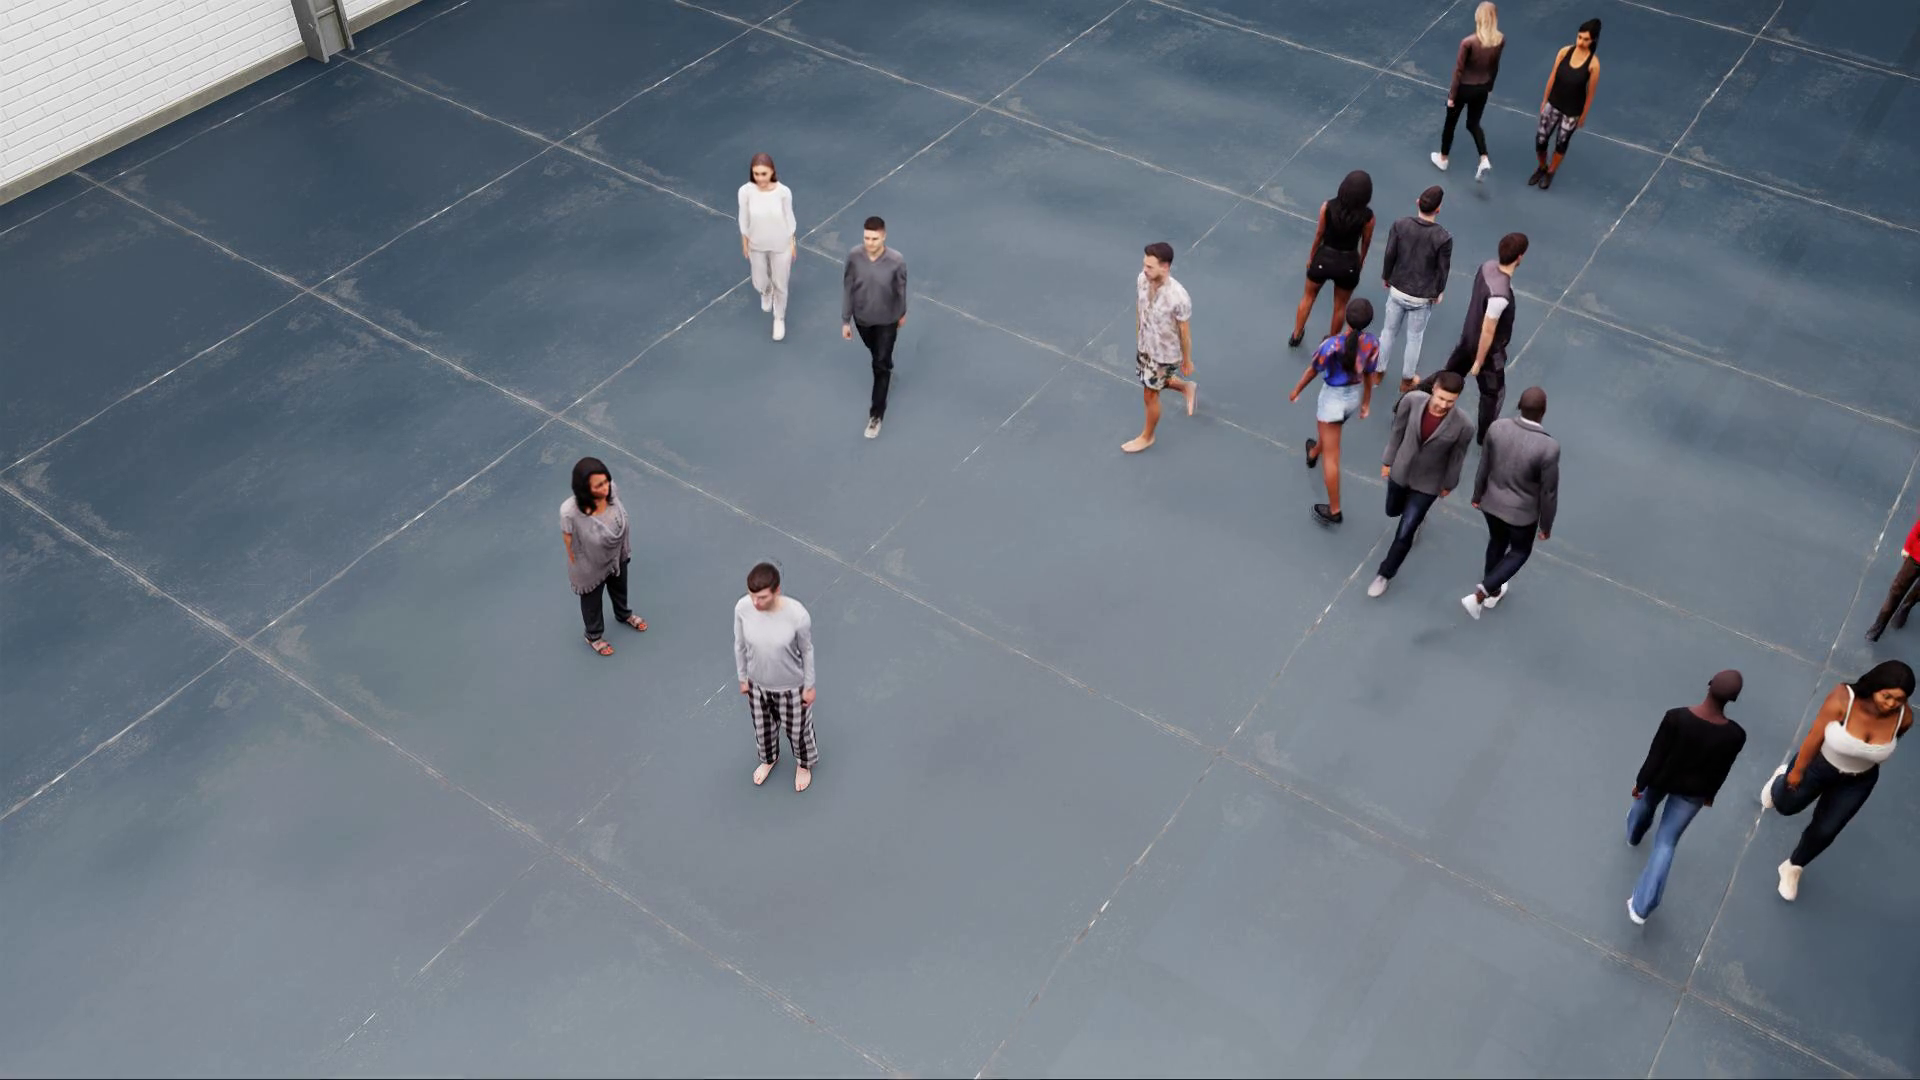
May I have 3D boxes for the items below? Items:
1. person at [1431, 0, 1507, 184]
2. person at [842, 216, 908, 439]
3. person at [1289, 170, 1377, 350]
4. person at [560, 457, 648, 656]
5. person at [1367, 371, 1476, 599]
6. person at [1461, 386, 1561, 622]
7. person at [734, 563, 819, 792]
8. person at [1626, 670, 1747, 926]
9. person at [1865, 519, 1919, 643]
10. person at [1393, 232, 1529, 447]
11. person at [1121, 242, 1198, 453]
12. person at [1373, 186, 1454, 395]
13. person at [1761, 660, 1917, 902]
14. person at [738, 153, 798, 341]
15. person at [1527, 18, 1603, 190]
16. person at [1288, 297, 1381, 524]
[{"bbox_3d":[4.709,-4.050,15.189,1.021,1.684,1.020,-13,45,-14],"label":"person"},{"bbox_3d":[-0.633,-1.746,12.750,0.927,1.713,1.239,9,44,9],"label":"person"},{"bbox_3d":[2.990,-2.119,13.129,0.724,1.731,0.712,8,44,9],"label":"person"},{"bbox_3d":[-2.377,0.071,10.922,0.707,1.604,0.613,30,51,28],"label":"person"},{"bbox_3d":[3.141,-0.478,11.324,0.748,1.844,1.122,30,51,28],"label":"person"},{"bbox_3d":[3.602,-0.168,11.044,0.952,1.782,0.878,-27,50,-26],"label":"person"},{"bbox_3d":[-1.094,0.814,9.966,0.703,1.847,0.674,9,44,9],"label":"person"},{"bbox_3d":[4.050,1.455,9.397,0.770,1.704,1.218,16,46,16],"label":"person"},{"bbox_3d":[6.511,0.093,11.143,0.504,1.267,0.748,26,50,25],"label":"person"},{"bbox_3d":[3.782,-1.475,12.399,1.120,1.806,1.181,2,44,2],"label":"person"},{"bbox_3d":[1.577,-1.480,12.424,1.152,1.778,0.968,-27,50,-26],"label":"person"},{"bbox_3d":[3.492,-1.925,12.848,0.663,1.836,0.554,23,48,22],"label":"person"},{"bbox_3d":[4.995,1.255,9.547,0.804,1.786,1.108,13,45,13],"label":"person"},{"bbox_3d":[-1.537,-2.450,13.515,0.833,1.677,0.905,-2,44,-2],"label":"person"},{"bbox_3d":[5.553,-3.982,15.140,0.615,1.655,0.571,29,51,27],"label":"person"},{"bbox_3d":[2.726,-0.894,11.870,1.186,1.694,1.202,-11,45,-11],"label":"person"}]
